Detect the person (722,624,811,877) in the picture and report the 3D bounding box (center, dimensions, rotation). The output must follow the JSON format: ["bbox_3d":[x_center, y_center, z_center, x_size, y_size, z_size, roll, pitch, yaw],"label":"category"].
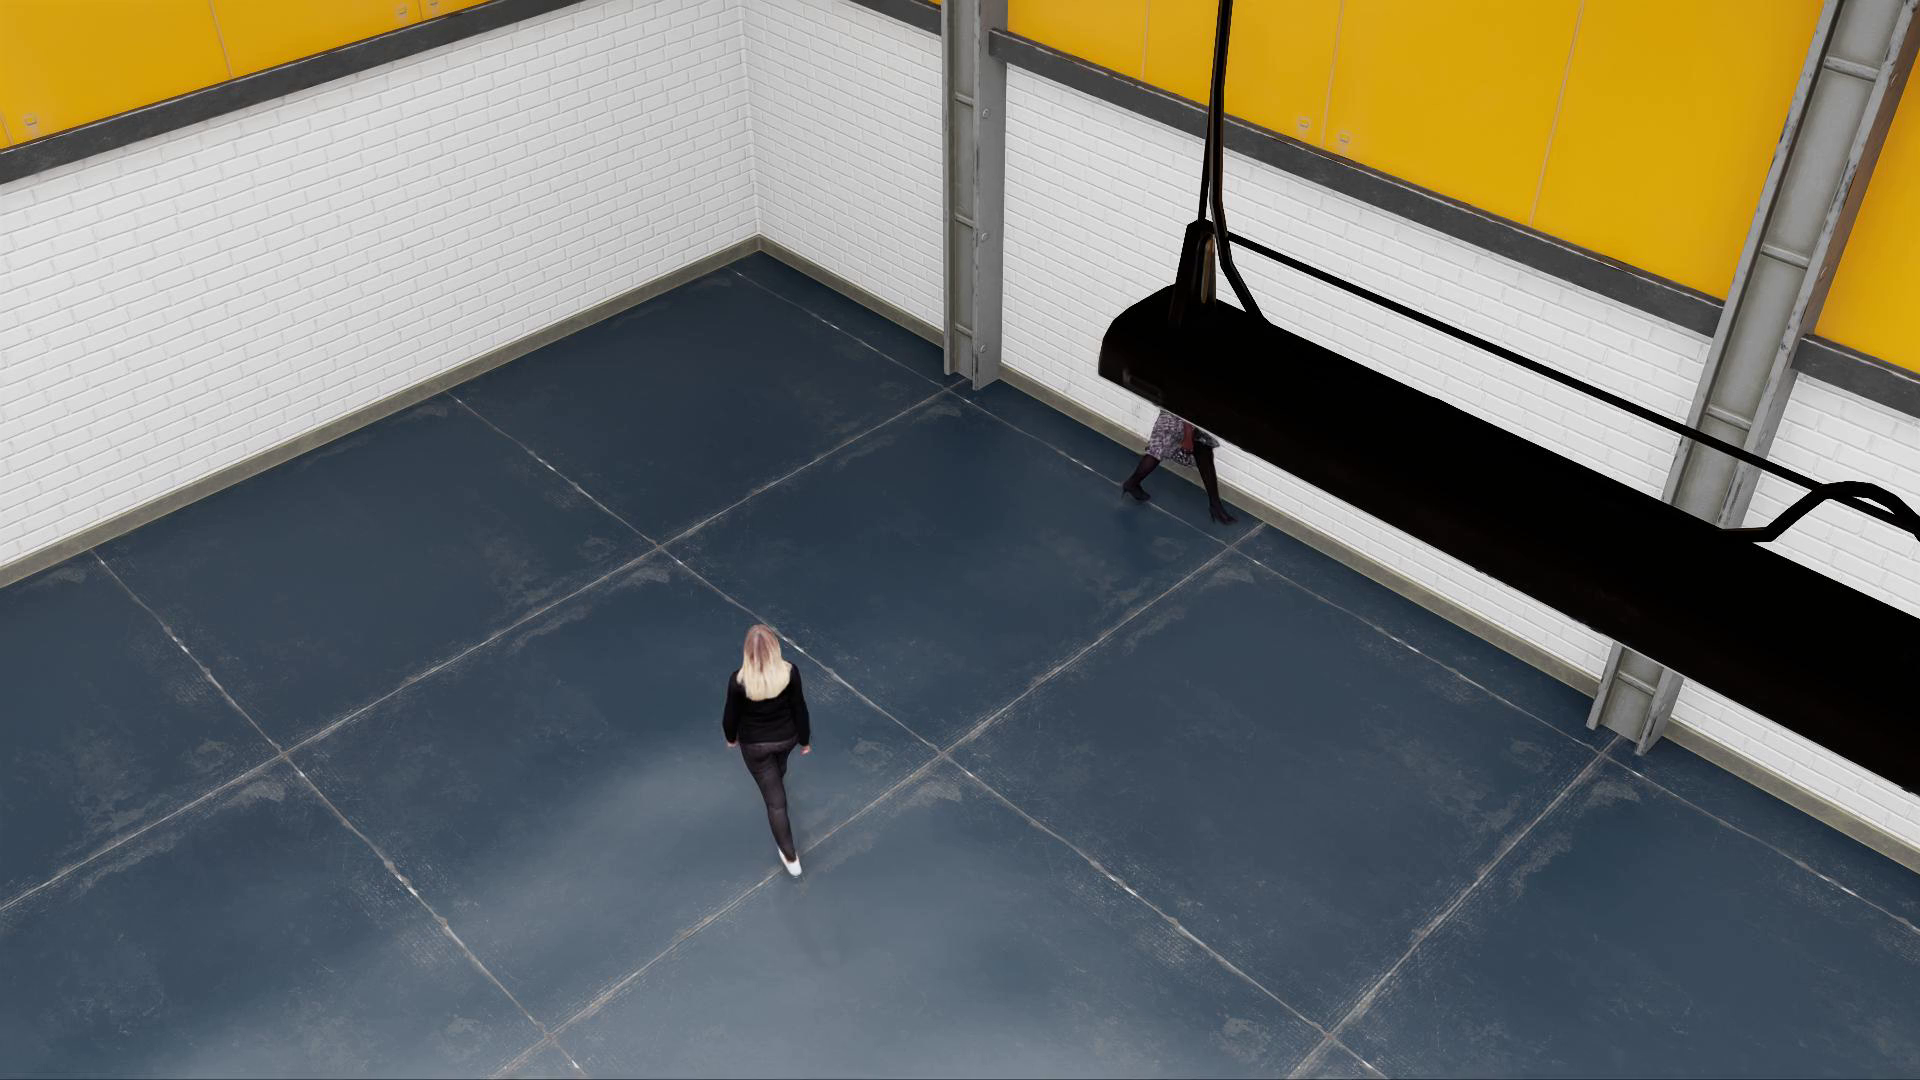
[{"bbox_3d":[-1.074,1.237,9.555,0.942,1.636,1.214,-12,40,-15],"label":"person"}]
